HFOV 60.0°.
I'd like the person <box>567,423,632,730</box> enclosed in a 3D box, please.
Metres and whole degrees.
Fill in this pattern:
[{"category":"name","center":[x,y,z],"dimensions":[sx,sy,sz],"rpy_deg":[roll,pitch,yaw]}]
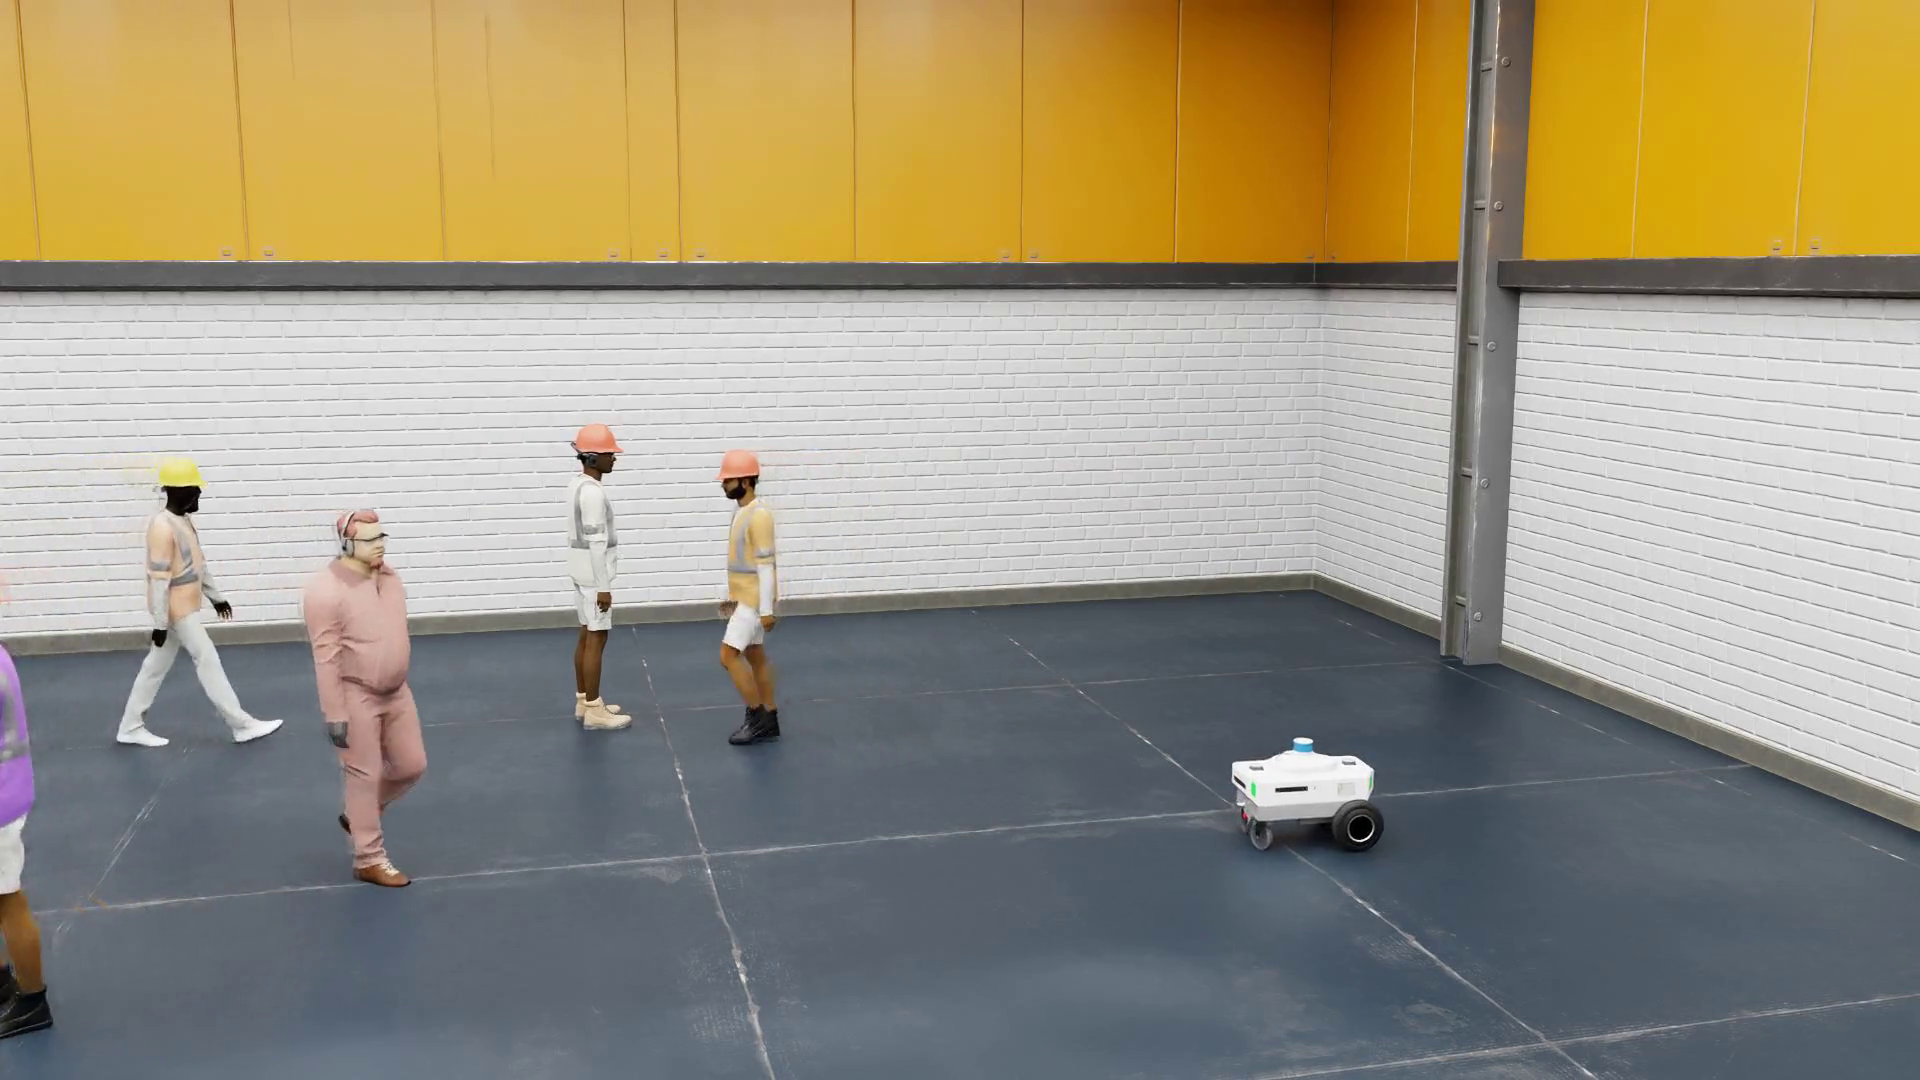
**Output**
[{"category":"person","center":[-2.435,0.245,11.123],"dimensions":[0.428,2.044,0.618],"rpy_deg":[-4,10,-22]}]

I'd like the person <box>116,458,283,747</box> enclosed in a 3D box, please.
[{"category":"person","center":[-4.933,0.412,10.585],"dimensions":[1.016,1.873,0.603],"rpy_deg":[-3,10,-18]}]

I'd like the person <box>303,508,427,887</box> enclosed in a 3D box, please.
[{"category":"person","center":[-2.943,0.779,8.225],"dimensions":[0.480,1.892,0.647],"rpy_deg":[4,10,24]}]

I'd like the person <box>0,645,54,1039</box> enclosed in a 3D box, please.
[{"category":"person","center":[-3.877,1.042,6.484],"dimensions":[0.529,1.919,0.580],"rpy_deg":[-5,10,-28]}]

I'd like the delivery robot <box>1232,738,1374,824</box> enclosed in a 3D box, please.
[{"category":"delivery robot","center":[1.817,1.299,8.848],"dimensions":[0.707,0.478,0.477],"rpy_deg":[-2,9,-10]}]

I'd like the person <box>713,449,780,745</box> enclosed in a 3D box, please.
[{"category":"person","center":[-1.384,0.372,10.698],"dimensions":[0.527,1.919,0.559],"rpy_deg":[-3,9,-16]}]
